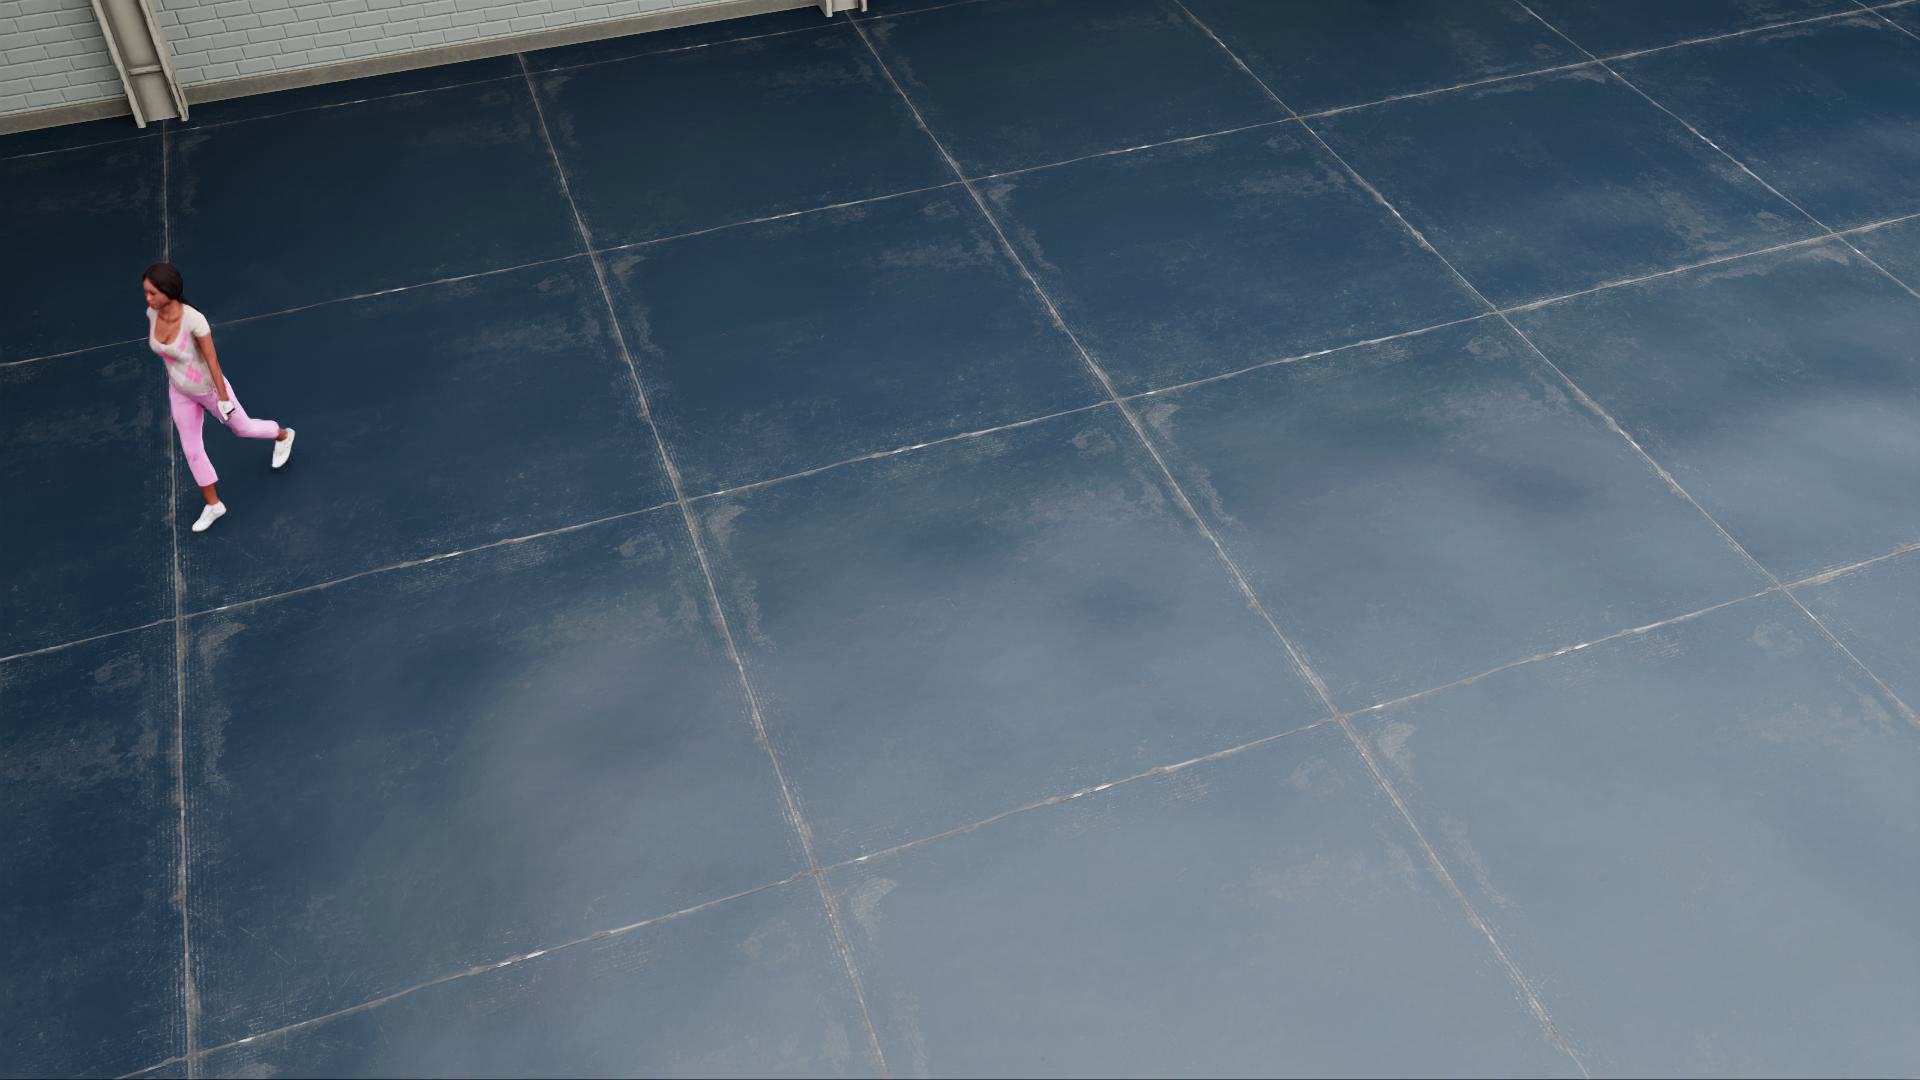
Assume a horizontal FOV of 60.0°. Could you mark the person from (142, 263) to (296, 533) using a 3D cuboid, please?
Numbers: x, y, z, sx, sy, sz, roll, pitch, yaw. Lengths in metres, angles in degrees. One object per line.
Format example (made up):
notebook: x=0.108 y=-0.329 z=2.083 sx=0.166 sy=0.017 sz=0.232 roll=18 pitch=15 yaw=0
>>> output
person: x=-4.465 y=-0.932 z=9.963 sx=1.114 sy=1.705 sz=1.128 roll=15 pitch=45 yaw=15
